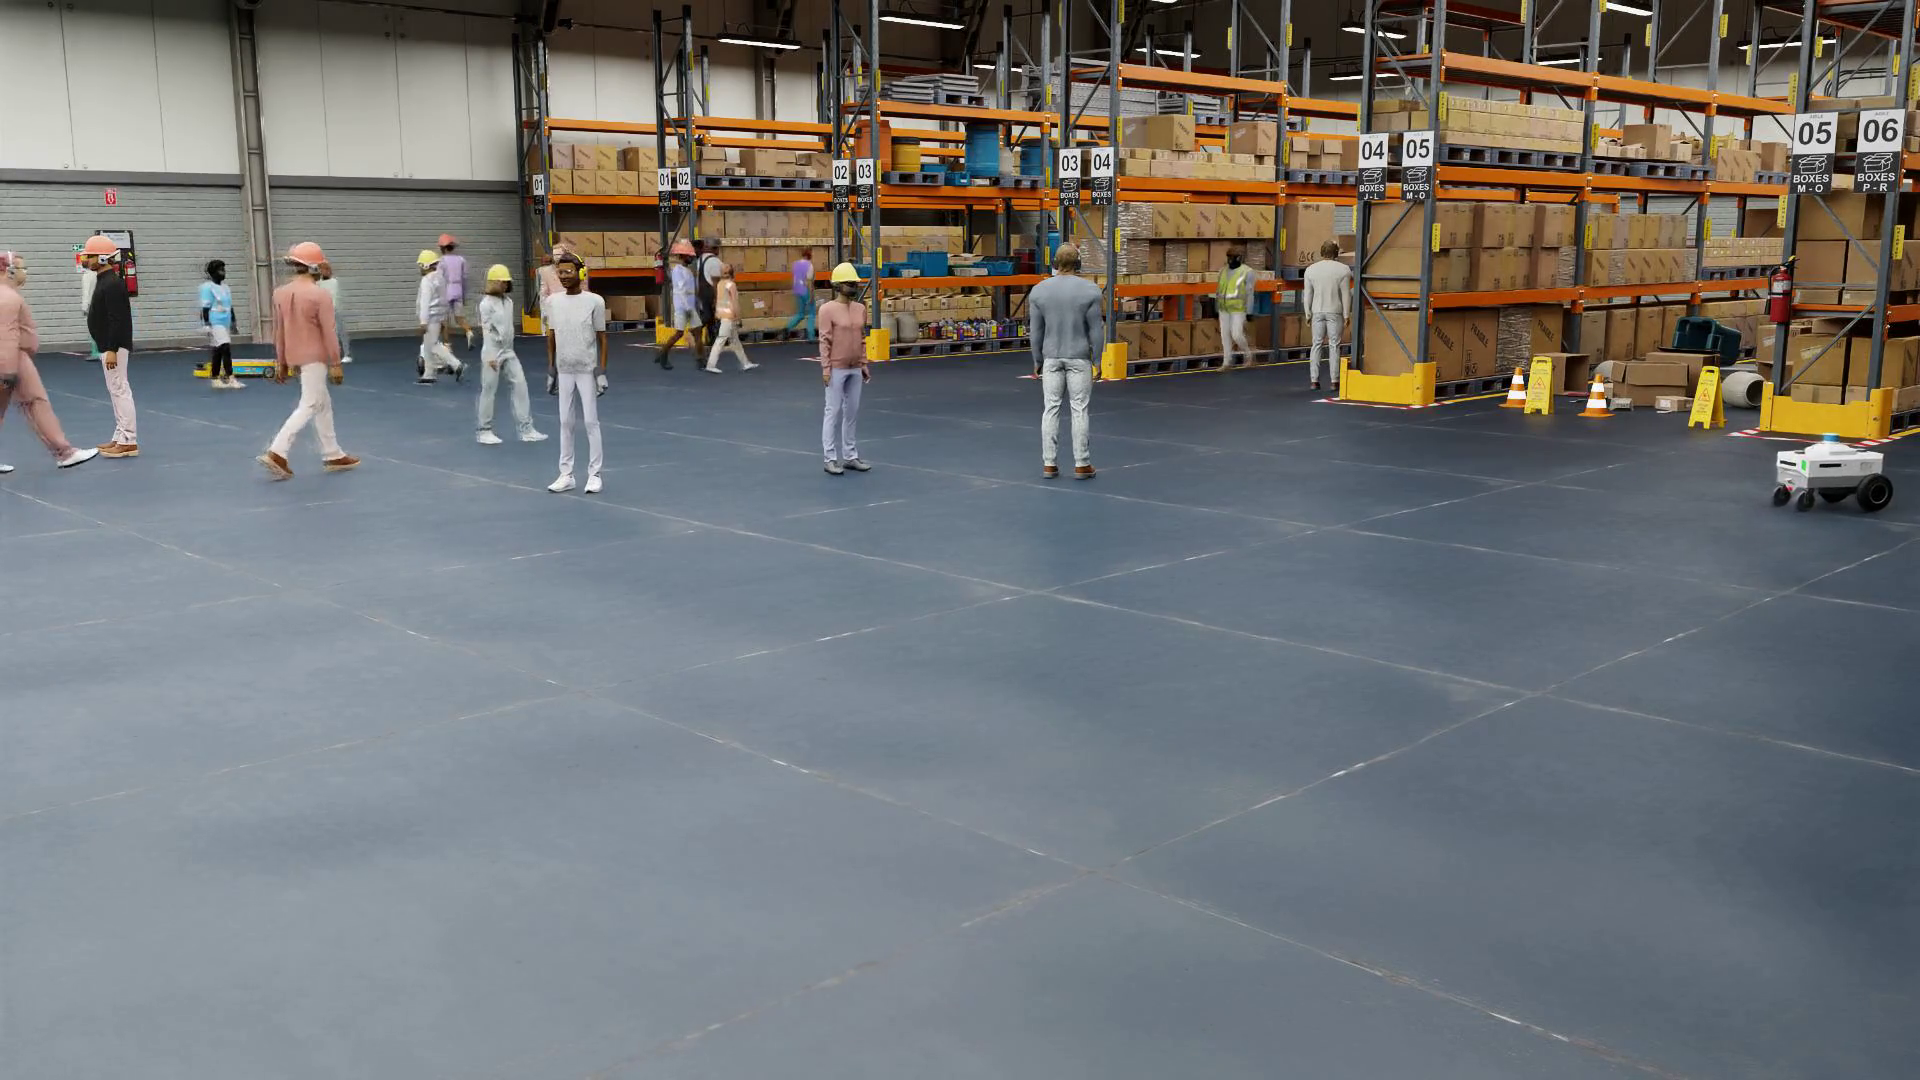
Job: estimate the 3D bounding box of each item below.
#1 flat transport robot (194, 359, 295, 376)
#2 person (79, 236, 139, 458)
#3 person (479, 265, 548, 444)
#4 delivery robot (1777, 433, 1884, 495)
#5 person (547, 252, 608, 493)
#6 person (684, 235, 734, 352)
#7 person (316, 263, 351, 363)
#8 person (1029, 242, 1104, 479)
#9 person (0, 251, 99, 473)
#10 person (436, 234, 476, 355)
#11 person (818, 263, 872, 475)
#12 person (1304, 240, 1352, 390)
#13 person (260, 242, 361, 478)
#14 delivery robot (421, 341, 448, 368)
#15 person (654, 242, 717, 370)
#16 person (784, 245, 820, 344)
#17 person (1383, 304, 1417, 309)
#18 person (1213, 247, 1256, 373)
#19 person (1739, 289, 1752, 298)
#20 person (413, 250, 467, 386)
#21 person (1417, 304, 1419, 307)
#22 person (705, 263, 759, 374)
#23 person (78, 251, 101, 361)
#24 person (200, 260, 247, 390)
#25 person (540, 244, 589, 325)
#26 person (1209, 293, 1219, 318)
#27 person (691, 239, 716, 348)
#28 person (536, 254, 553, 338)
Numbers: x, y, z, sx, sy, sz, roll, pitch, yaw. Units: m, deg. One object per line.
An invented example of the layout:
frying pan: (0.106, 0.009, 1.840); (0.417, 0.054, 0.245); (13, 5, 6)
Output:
flat transport robot: (-10.157, -2.480, 23.899); (1.431, 0.197, 0.652); (-1, 10, -4)
person: (-7.750, -1.765, 15.175); (0.380, 1.995, 0.611); (-6, 12, -31)
person: (-4.345, -1.772, 15.985); (0.782, 1.713, 0.508); (4, 11, 22)
delivery robot: (6.449, -0.550, 12.339); (0.707, 0.478, 0.477); (-2, 11, -11)
person: (-3.000, -1.308, 13.027); (0.515, 1.872, 0.333); (2, 11, 12)
person: (-4.346, -4.258, 28.765); (0.793, 2.000, 0.690); (-8, 13, -36)
person: (-9.886, -3.530, 25.937); (0.505, 1.576, 0.888); (5, 12, 25)
person: (0.887, -1.482, 13.788); (0.630, 1.940, 0.372); (3, 11, 16)
person: (-7.972, -1.510, 14.145); (0.974, 1.854, 0.661); (-10, 14, -43)
person: (-8.537, -4.132, 28.005); (0.765, 2.028, 0.619); (8, 13, 38)
person: (-0.966, -1.449, 14.095); (0.327, 1.769, 0.544); (9, 14, 41)
person: (4.792, -2.932, 21.695); (0.627, 1.940, 0.372); (5, 12, 27)
person: (-5.506, -1.514, 13.938); (0.631, 1.958, 0.976); (6, 12, 32)
delivery robot: (-7.696, -2.749, 24.332); (0.477, 0.478, 0.707); (-4, 11, -20)
person: (-4.137, -3.481, 24.803); (0.902, 1.902, 0.553); (3, 11, 16)
person: (-2.912, -4.539, 30.773); (0.669, 1.822, 0.575); (-9, 14, -42)
person: (6.806, -3.642, 25.716); (0.586, 1.882, 0.340); (10, 14, 43)
person: (4.024, -3.372, 24.420); (0.479, 1.830, 0.632); (-10, 14, -43)
person: (16.148, -5.175, 33.968); (0.763, 1.927, 0.614); (6, 12, 31)
person: (-6.972, -2.954, 22.170); (0.704, 1.808, 0.602); (0, 10, 1)
person: (7.340, -3.525, 25.866); (0.516, 1.591, 0.798); (4, 11, 21)
person: (-3.359, -3.231, 24.258); (0.886, 1.589, 0.534); (-6, 12, -30)
person: (-13.816, -3.742, 26.588); (0.444, 1.752, 0.549); (1, 10, 4)
person: (-9.467, -2.770, 21.503); (0.683, 1.671, 0.553); (1, 10, 6)
person: (-5.374, -3.058, 22.559); (0.655, 1.875, 0.774); (2, 11, 9)
person: (4.398, -4.122, 28.047); (0.387, 1.989, 0.608); (-6, 12, -29)
person: (-4.490, -4.388, 29.655); (0.623, 1.929, 0.642); (-2, 11, -10)
person: (-8.095, -4.809, 32.749); (0.514, 1.639, 0.308); (2, 11, 9)
